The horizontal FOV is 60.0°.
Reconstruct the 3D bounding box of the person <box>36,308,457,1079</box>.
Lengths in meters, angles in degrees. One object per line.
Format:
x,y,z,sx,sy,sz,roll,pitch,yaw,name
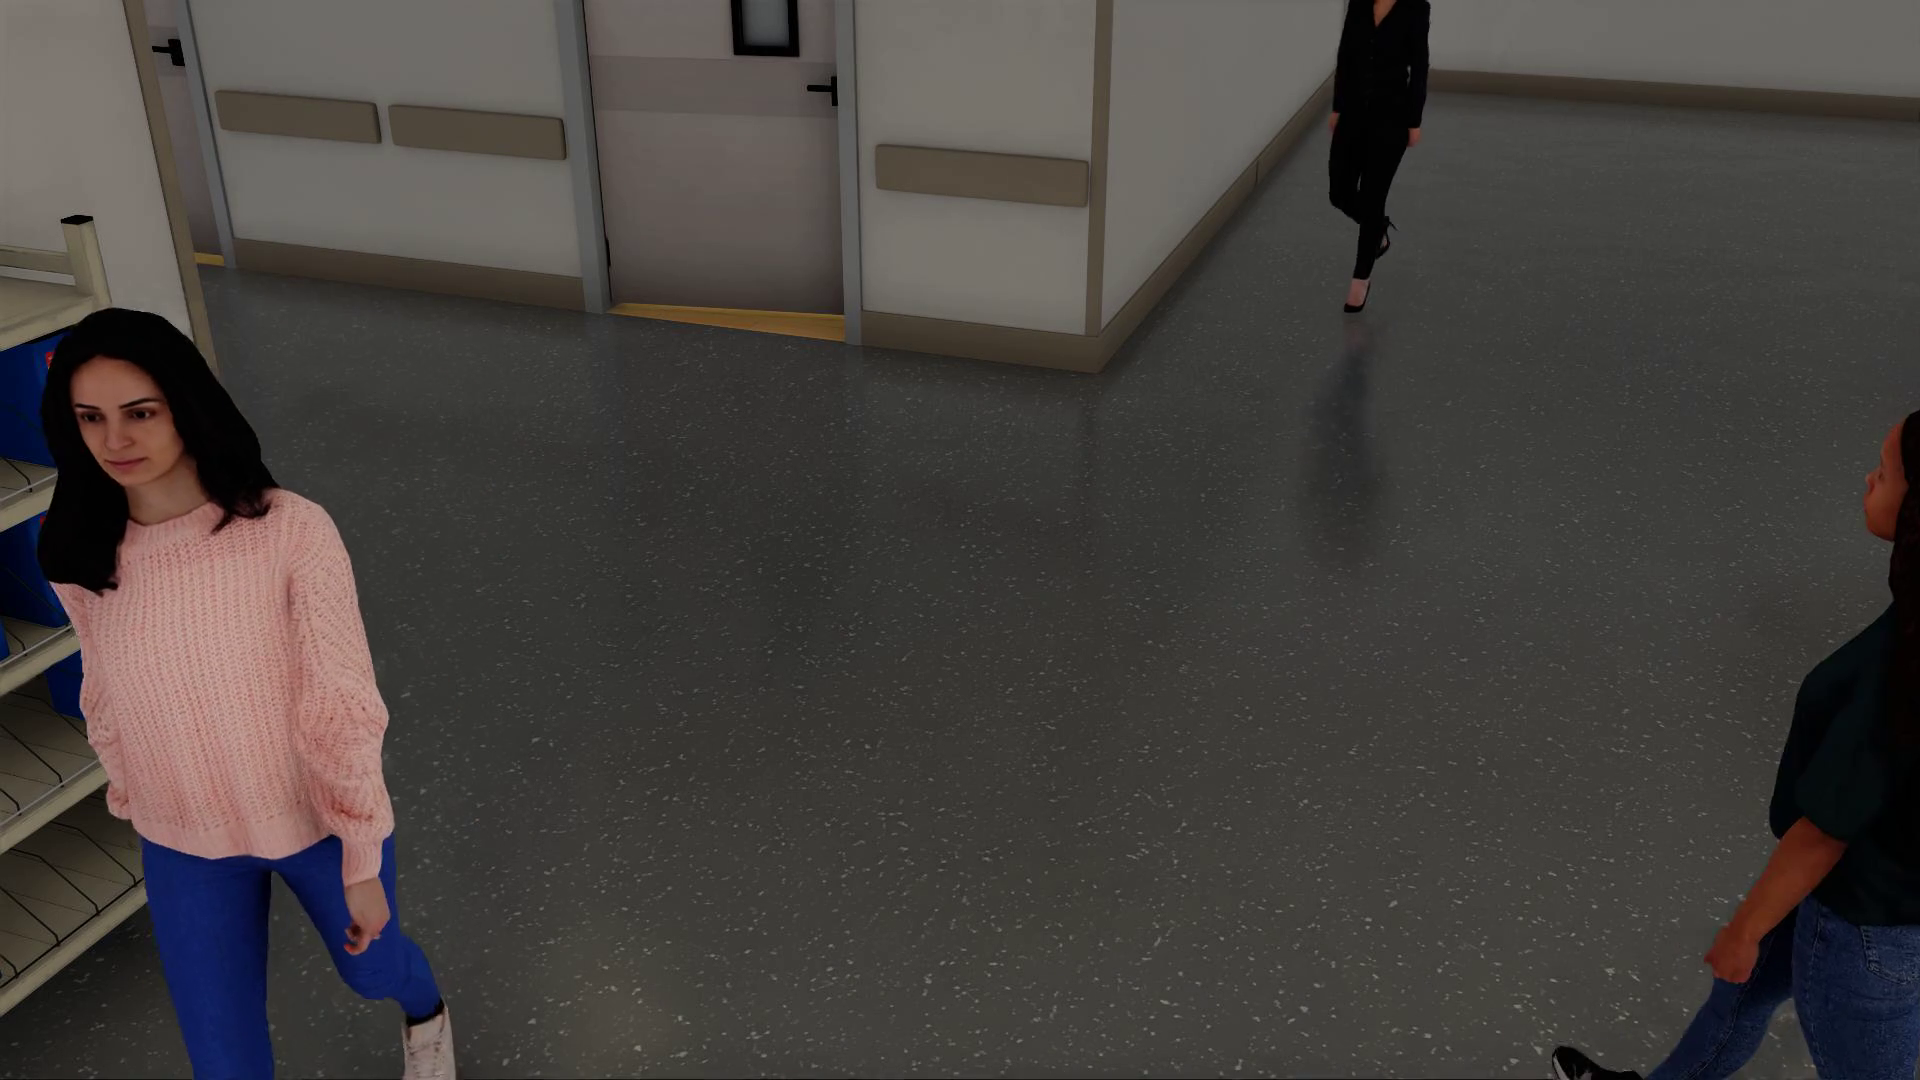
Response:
-1.076,0.451,2.700,0.962,1.729,1.255,-1,26,-3,person

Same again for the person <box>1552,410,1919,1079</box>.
1.482,0.596,2.560,0.968,1.591,0.916,-22,33,-38,person

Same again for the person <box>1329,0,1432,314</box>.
1.913,-1.892,7.594,0.724,1.699,0.863,19,32,34,person
